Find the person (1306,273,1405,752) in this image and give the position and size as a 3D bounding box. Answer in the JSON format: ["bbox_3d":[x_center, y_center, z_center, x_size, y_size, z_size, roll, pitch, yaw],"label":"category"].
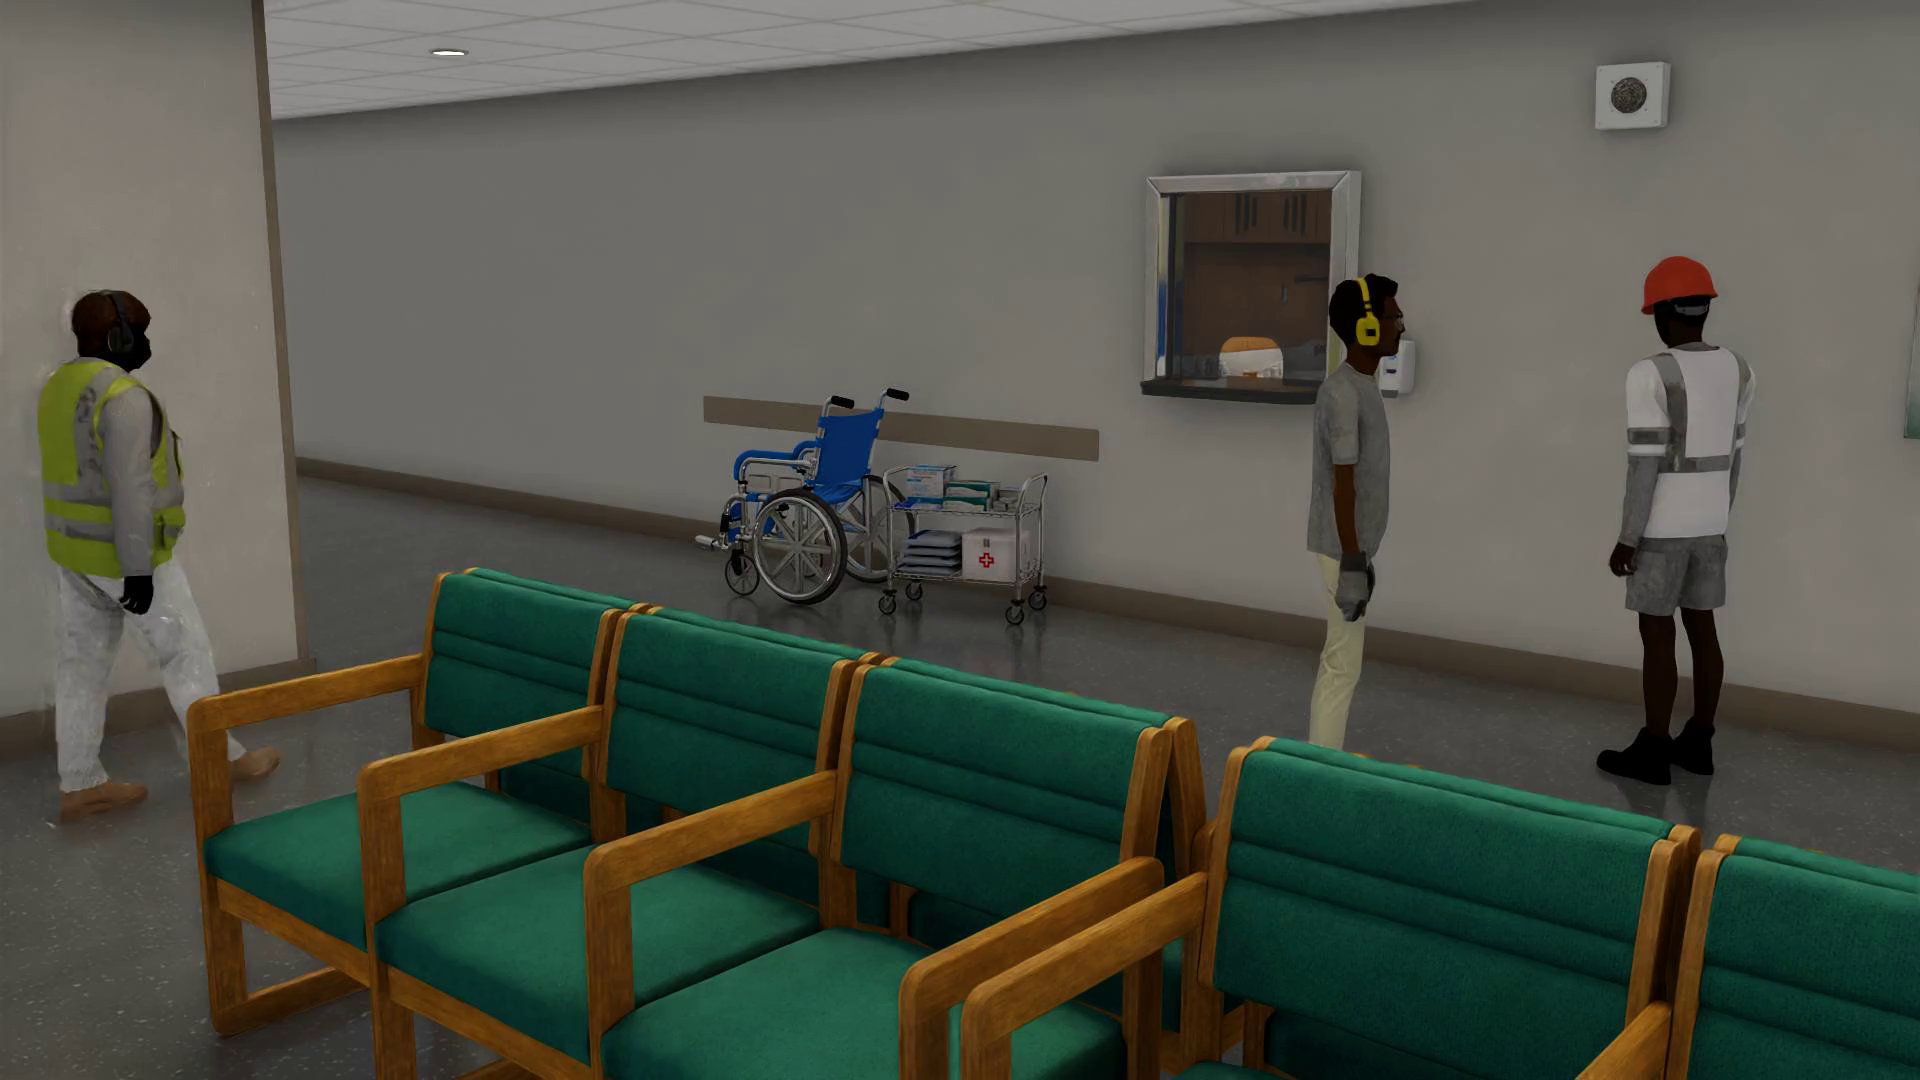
[{"bbox_3d":[1.331,0.055,5.580,0.328,1.876,0.514,2,10,14],"label":"person"}]

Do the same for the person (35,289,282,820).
[{"bbox_3d":[-2.846,0.037,5.855,0.658,1.807,0.847,7,12,36],"label":"person"}]

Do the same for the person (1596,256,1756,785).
[{"bbox_3d":[2.607,-0.065,6.111,0.546,1.928,0.385,-4,11,-23],"label":"person"}]
